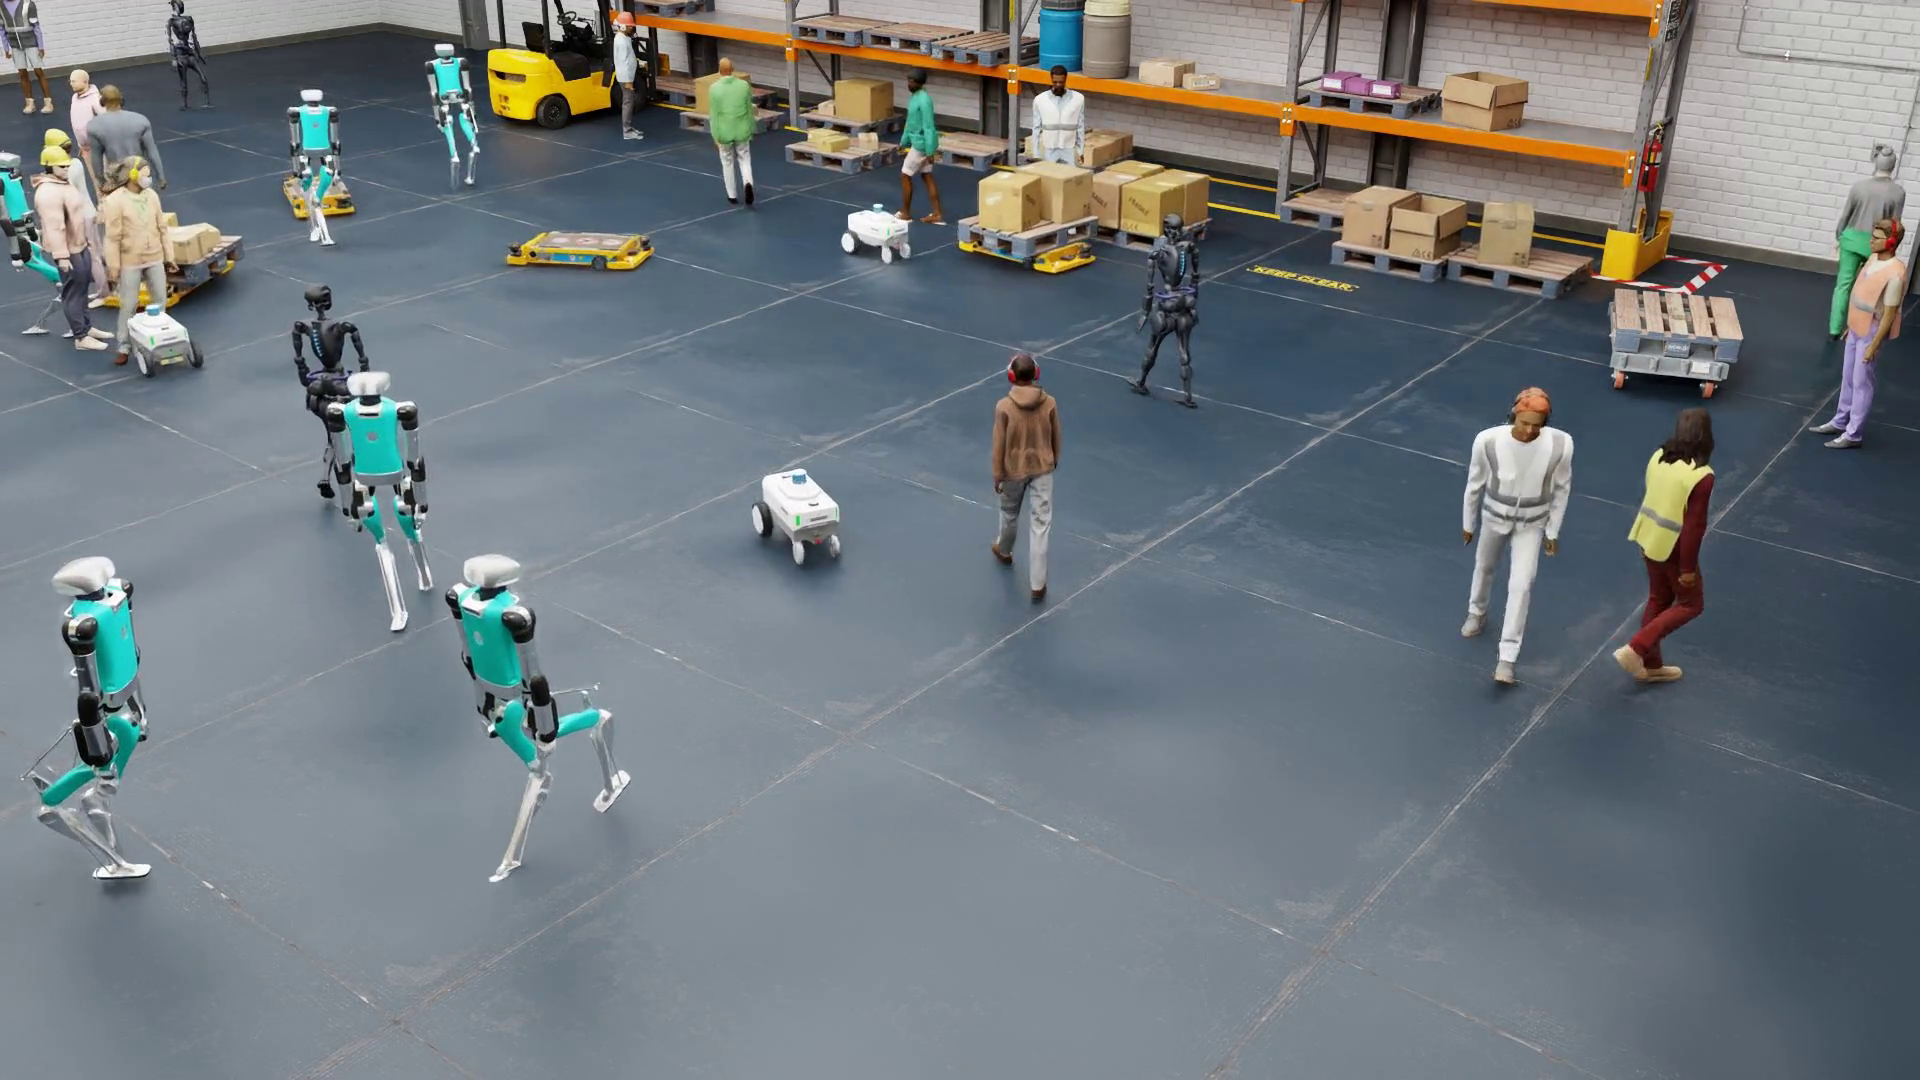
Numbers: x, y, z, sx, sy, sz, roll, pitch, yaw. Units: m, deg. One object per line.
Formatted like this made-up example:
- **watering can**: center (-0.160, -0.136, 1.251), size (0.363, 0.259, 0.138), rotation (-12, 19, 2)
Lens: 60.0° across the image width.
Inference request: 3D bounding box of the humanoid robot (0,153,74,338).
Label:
- **humanoid robot**: center (-8.524, -2.727, 15.559), size (0.887, 1.788, 0.574), rotation (-3, 26, -6)

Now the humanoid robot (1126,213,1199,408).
- **humanoid robot**: center (1.755, -1.966, 14.044), size (0.601, 1.633, 0.716), rotation (-15, 29, -28)

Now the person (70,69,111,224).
- **person**: center (-9.951, -4.523, 19.194), size (0.522, 1.784, 0.406), rotation (12, 28, 23)

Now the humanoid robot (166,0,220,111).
- **humanoid robot**: center (-11.640, -7.309, 25.099), size (0.657, 1.637, 0.608), rotation (9, 27, 18)

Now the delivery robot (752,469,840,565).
- **delivery robot**: center (-1.128, -0.205, 11.688), size (0.499, 0.614, 0.812), rotation (-12, 28, -24)

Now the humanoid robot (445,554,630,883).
- **humanoid robot**: center (-2.031, 0.785, 8.346), size (0.530, 1.788, 1.059), rotation (17, 30, 31)

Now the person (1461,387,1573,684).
- **person**: center (3.302, -0.074, 9.956), size (0.587, 1.800, 1.047), rotation (8, 27, 16)

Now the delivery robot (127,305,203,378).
- **delivery robot**: center (-7.211, -1.804, 14.995), size (0.499, 0.610, 0.793), rotation (-21, 33, -36)

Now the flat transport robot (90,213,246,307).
- **flat transport robot**: center (-8.154, -2.703, 17.168), size (0.659, 0.231, 1.431), rotation (2, 26, 4)

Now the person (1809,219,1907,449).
- **person**: center (7.151, -1.615, 13.102), size (0.391, 1.846, 0.563), rotation (3, 26, 7)

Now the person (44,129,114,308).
- **person**: center (-8.704, -3.169, 16.417), size (0.332, 1.762, 0.525), rotation (-6, 26, -11)

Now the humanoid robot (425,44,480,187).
- **humanoid robot**: center (-6.237, -5.193, 20.698), size (0.537, 1.835, 0.748), rotation (-13, 29, -25)

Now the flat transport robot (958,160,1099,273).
- **flat transport robot**: center (0.731, -3.199, 18.196), size (1.431, 0.231, 0.659), rotation (23, 34, 39)

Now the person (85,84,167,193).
- **person**: center (-8.825, -3.856, 17.688), size (0.680, 1.906, 0.771), rotation (-13, 29, -26)

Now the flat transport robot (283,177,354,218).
- **flat transport robot**: center (-7.823, -4.192, 20.253), size (0.659, 0.231, 1.431), rotation (-12, 28, -23)

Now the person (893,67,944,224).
- **person**: center (-0.508, -4.526, 19.171), size (0.693, 1.812, 0.478), rotation (1, 26, 3)

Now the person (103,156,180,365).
- **person**: center (-7.433, -2.519, 14.982), size (0.386, 1.841, 0.722), rotation (15, 30, 29)

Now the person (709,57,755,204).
- **person**: center (-2.709, -4.878, 19.960), size (0.550, 1.763, 0.605), rotation (-8, 27, -16)

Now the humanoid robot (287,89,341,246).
- **humanoid robot**: center (-7.181, -4.154, 18.519), size (0.582, 1.762, 0.989), rotation (-15, 29, -28)

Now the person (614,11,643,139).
- **person**: center (-4.672, -6.544, 23.428), size (0.351, 1.742, 0.572), rotation (-5, 26, -11)

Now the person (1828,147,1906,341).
- **person**: center (8.522, -2.813, 15.629), size (0.541, 1.806, 0.839), rotation (16, 30, 29)

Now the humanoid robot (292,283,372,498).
- **humanoid robot**: center (-4.579, -1.064, 12.154), size (0.597, 1.643, 0.444), rotation (3, 26, 7)

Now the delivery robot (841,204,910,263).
- **delivery robot**: center (-0.895, -3.380, 18.230), size (0.499, 0.585, 0.772), rotation (-23, 34, -39)

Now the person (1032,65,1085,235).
- **person**: center (1.110, -4.417, 18.843), size (0.596, 1.906, 0.408), rotation (-1, 26, -3)

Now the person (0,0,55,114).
- **person**: center (-14.035, -7.410, 24.899), size (0.598, 2.035, 0.400), rotation (-3, 26, -7)

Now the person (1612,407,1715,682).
- **person**: center (4.165, 0.059, 9.741), size (0.441, 1.749, 0.492), rotation (-5, 26, -10)

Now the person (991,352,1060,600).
- **person**: center (0.433, -0.468, 10.989), size (0.491, 1.601, 0.843), rotation (-4, 26, -9)

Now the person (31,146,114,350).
- **person**: center (-8.200, -2.687, 15.299), size (0.421, 1.864, 0.799), rotation (-6, 26, -11)

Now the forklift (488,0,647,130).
- **forklift**: center (-5.874, -7.334, 24.552), size (1.214, 2.155, 2.313), rotation (19, 32, 34)

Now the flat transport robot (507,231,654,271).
- **flat transport robot**: center (-4.123, -3.145, 18.084), size (1.431, 0.231, 0.659), rotation (4, 26, 8)

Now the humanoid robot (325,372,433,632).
- **humanoid robot**: center (-3.605, -0.296, 10.566), size (0.548, 1.829, 0.886), rotation (-5, 26, -9)

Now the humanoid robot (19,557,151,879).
- **humanoid robot**: center (-4.228, 0.972, 7.999), size (0.713, 1.897, 0.541), rotation (-1, 26, -3)
